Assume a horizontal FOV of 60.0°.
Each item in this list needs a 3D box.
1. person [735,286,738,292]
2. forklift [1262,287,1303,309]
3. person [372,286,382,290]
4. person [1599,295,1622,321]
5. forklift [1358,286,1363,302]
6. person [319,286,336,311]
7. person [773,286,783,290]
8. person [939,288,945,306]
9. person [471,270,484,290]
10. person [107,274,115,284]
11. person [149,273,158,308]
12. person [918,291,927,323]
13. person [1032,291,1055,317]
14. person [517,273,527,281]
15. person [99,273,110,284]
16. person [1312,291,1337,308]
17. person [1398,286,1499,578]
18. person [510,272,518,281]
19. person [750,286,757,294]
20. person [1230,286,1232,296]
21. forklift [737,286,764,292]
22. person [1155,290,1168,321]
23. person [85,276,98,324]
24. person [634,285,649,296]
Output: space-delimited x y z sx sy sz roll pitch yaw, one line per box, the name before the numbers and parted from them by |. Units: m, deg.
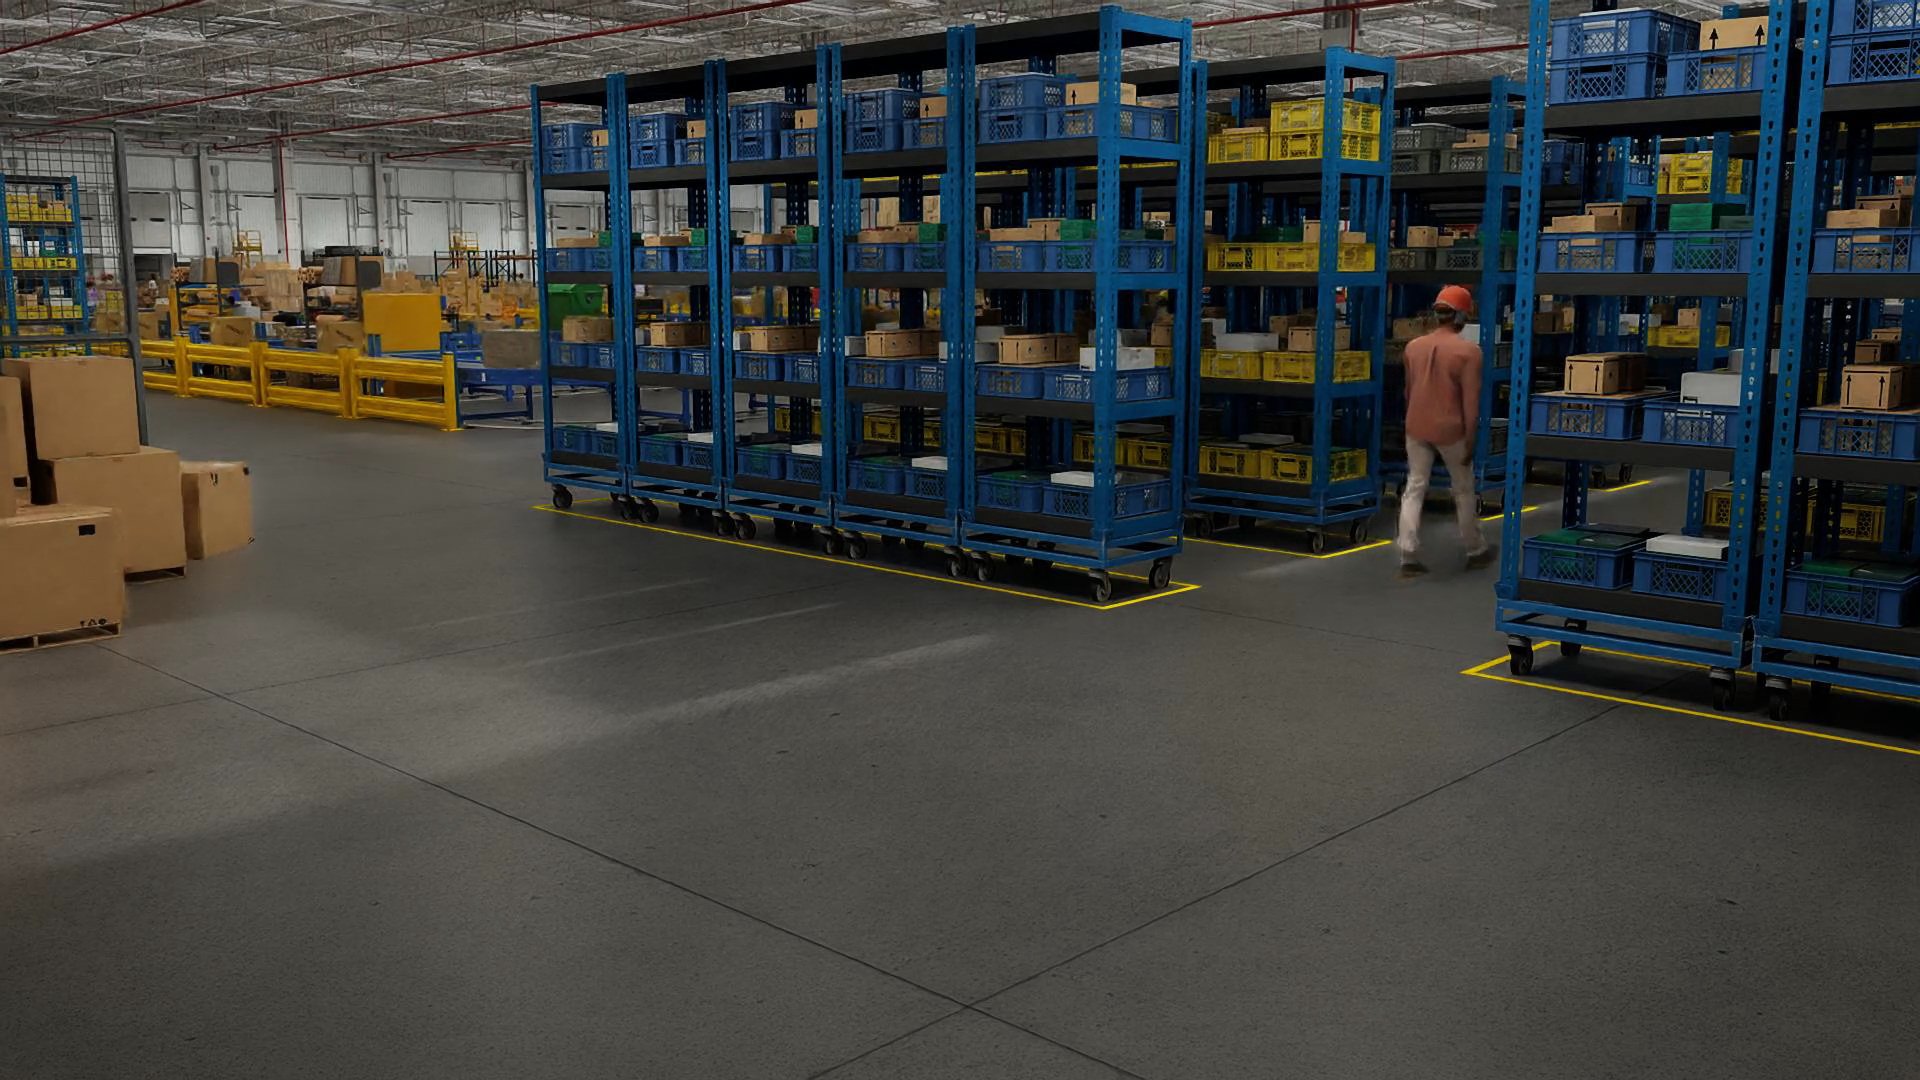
person | -8.349 -8.836 61.984 0.401 1.621 0.501 1 9 6
forklift | 10.769 -8.203 54.240 1.129 2.768 1.873 8 12 42
person | -21.222 -8.789 60.766 0.474 1.917 0.581 -8 12 -42
person | 7.667 -2.167 19.972 1.046 2.000 0.606 7 12 37
forklift | 11.100 -7.017 46.970 1.873 2.768 1.129 9 13 43
person | -18.005 -6.658 47.503 0.388 1.987 0.608 3 10 18
person | -6.910 -9.164 62.813 0.642 2.011 0.840 -8 12 -42
person | -0.326 -8.097 56.615 0.689 1.883 0.680 9 13 43
person | -23.959 -12.395 82.509 0.677 2.000 0.950 -1 9 -5
person | -40.919 -11.967 80.566 0.822 1.837 0.554 -3 10 -20
person | -34.562 -10.482 71.310 0.361 1.879 0.579 -6 11 -33
person | -1.030 -5.630 41.713 0.403 1.820 0.603 -4 10 -23
person | 1.052 -2.440 22.250 0.989 1.790 0.586 -7 11 -35
person | -21.420 -12.123 81.385 0.510 1.865 0.329 -4 10 -25
person | -33.386 -9.437 64.819 0.551 1.900 0.863 5 10 28
person | 6.122 -3.361 27.791 0.607 1.819 0.588 9 13 44
person | 3.321 -0.733 11.291 0.645 1.943 0.997 9 13 44
person | -24.444 -13.706 90.926 0.444 1.924 0.628 7 11 36
person | -7.860 -9.061 63.141 0.459 1.680 0.559 2 9 11
person | 9.331 -8.102 57.045 0.554 1.749 0.407 6 11 34
forklift | -10.296 -12.345 79.637 1.873 2.768 1.129 9 13 43
person | 3.026 -2.845 24.825 0.552 1.756 0.372 7 11 36
person | -23.576 -6.250 45.317 0.563 1.895 0.997 9 13 44
person | -12.249 -9.275 63.823 0.600 1.900 0.701 3 10 16
